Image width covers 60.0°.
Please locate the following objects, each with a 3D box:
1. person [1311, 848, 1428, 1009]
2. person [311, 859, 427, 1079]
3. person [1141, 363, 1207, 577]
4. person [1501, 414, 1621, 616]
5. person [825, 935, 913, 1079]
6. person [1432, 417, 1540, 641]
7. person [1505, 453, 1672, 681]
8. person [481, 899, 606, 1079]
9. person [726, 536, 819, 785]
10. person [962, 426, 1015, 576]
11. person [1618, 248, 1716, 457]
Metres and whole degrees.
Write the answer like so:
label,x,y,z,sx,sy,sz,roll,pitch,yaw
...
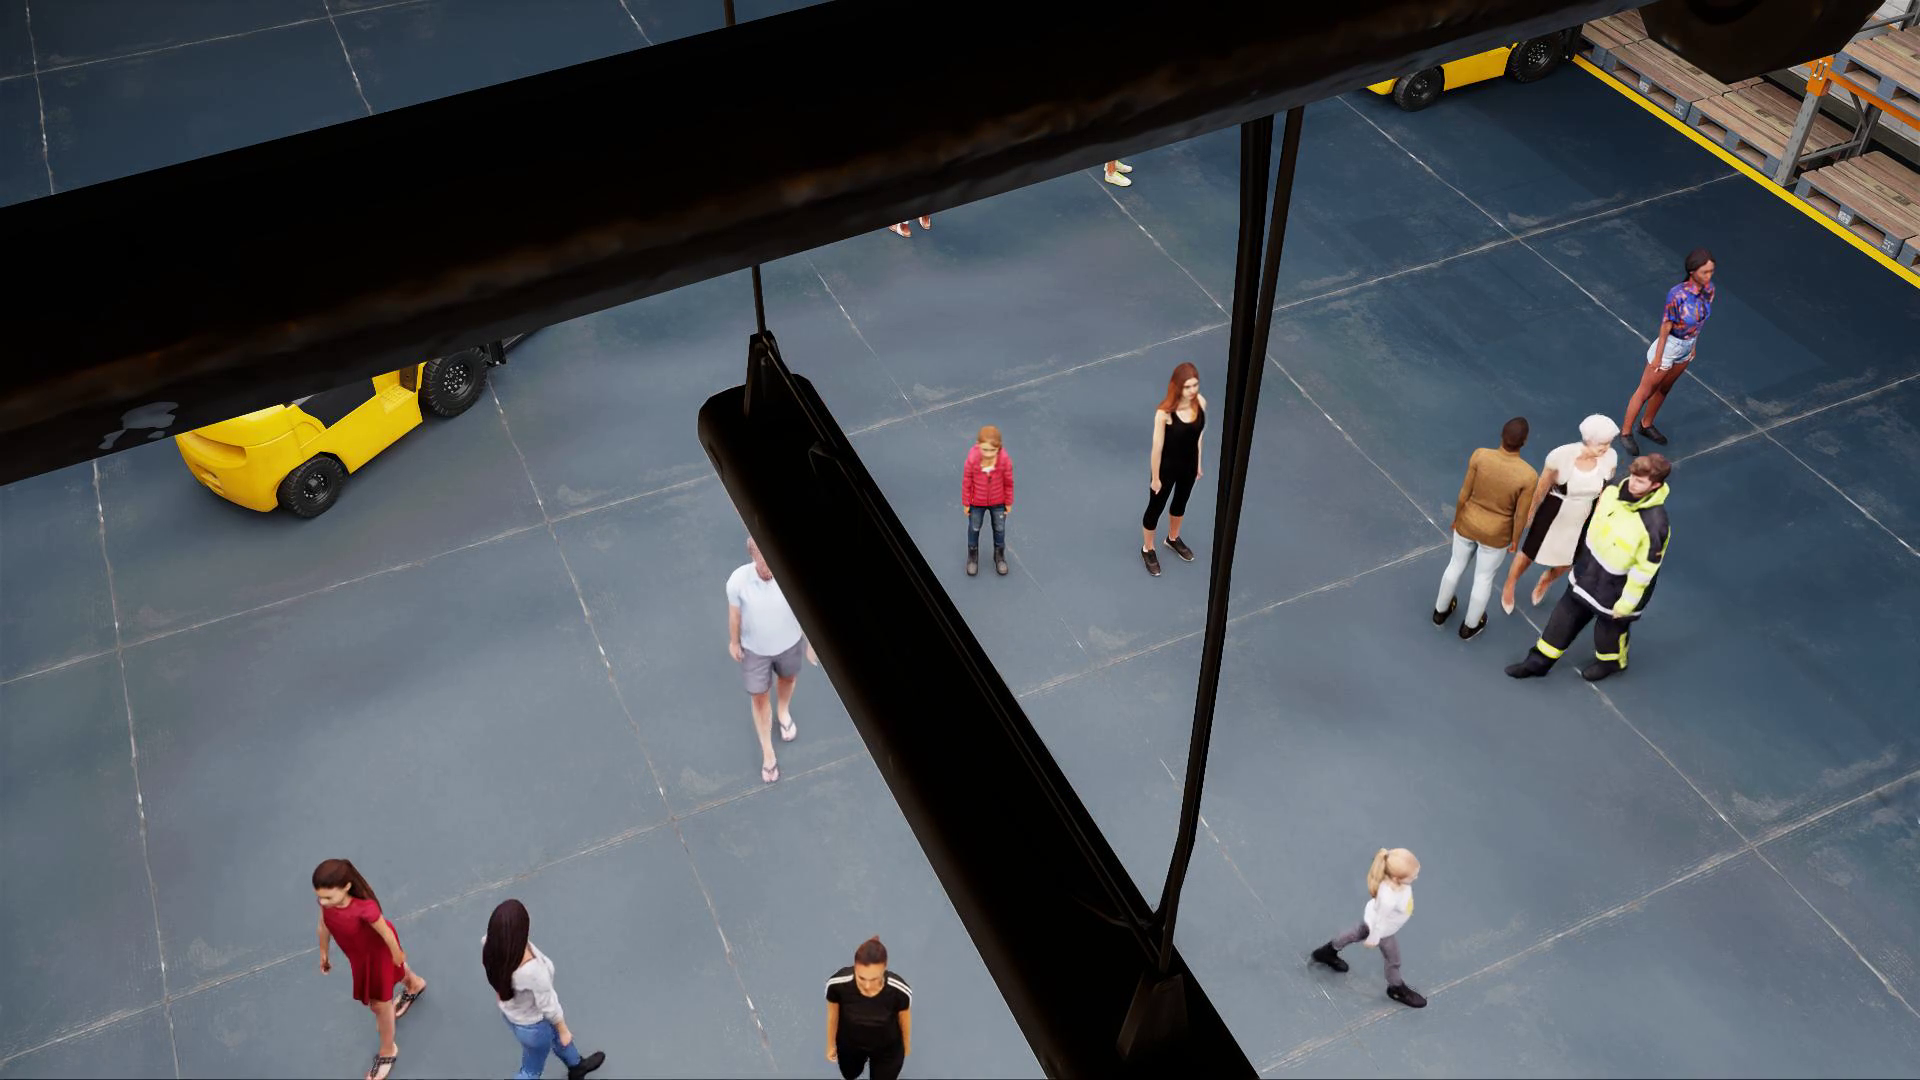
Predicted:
label,x,y,z,sx,sy,sz,roll,pitch,yaw
person,2.255,2.066,9.130,0.918,1.254,0.867,14,45,14
person,-3.119,2.103,8.895,0.907,1.526,0.935,19,47,19
person,1.485,-0.520,11.502,0.573,1.726,0.519,-21,48,-21
person,4.070,-0.191,11.154,0.773,1.730,0.797,7,44,8
person,-0.450,2.466,8.422,0.907,1.652,1.020,8,44,8
person,3.460,-0.081,10.976,0.665,1.817,0.766,24,49,23
person,4.227,0.204,10.578,0.919,1.953,1.031,-12,45,-13
person,-2.251,2.479,8.452,0.937,1.593,1.043,-34,53,-31
person,-1.177,0.563,10.300,0.778,1.817,0.944,-10,45,-10
person,0.191,-0.290,11.560,0.574,1.314,0.589,-1,44,-1
person,5.316,-1.420,12.435,0.592,1.743,0.517,-20,47,-20
